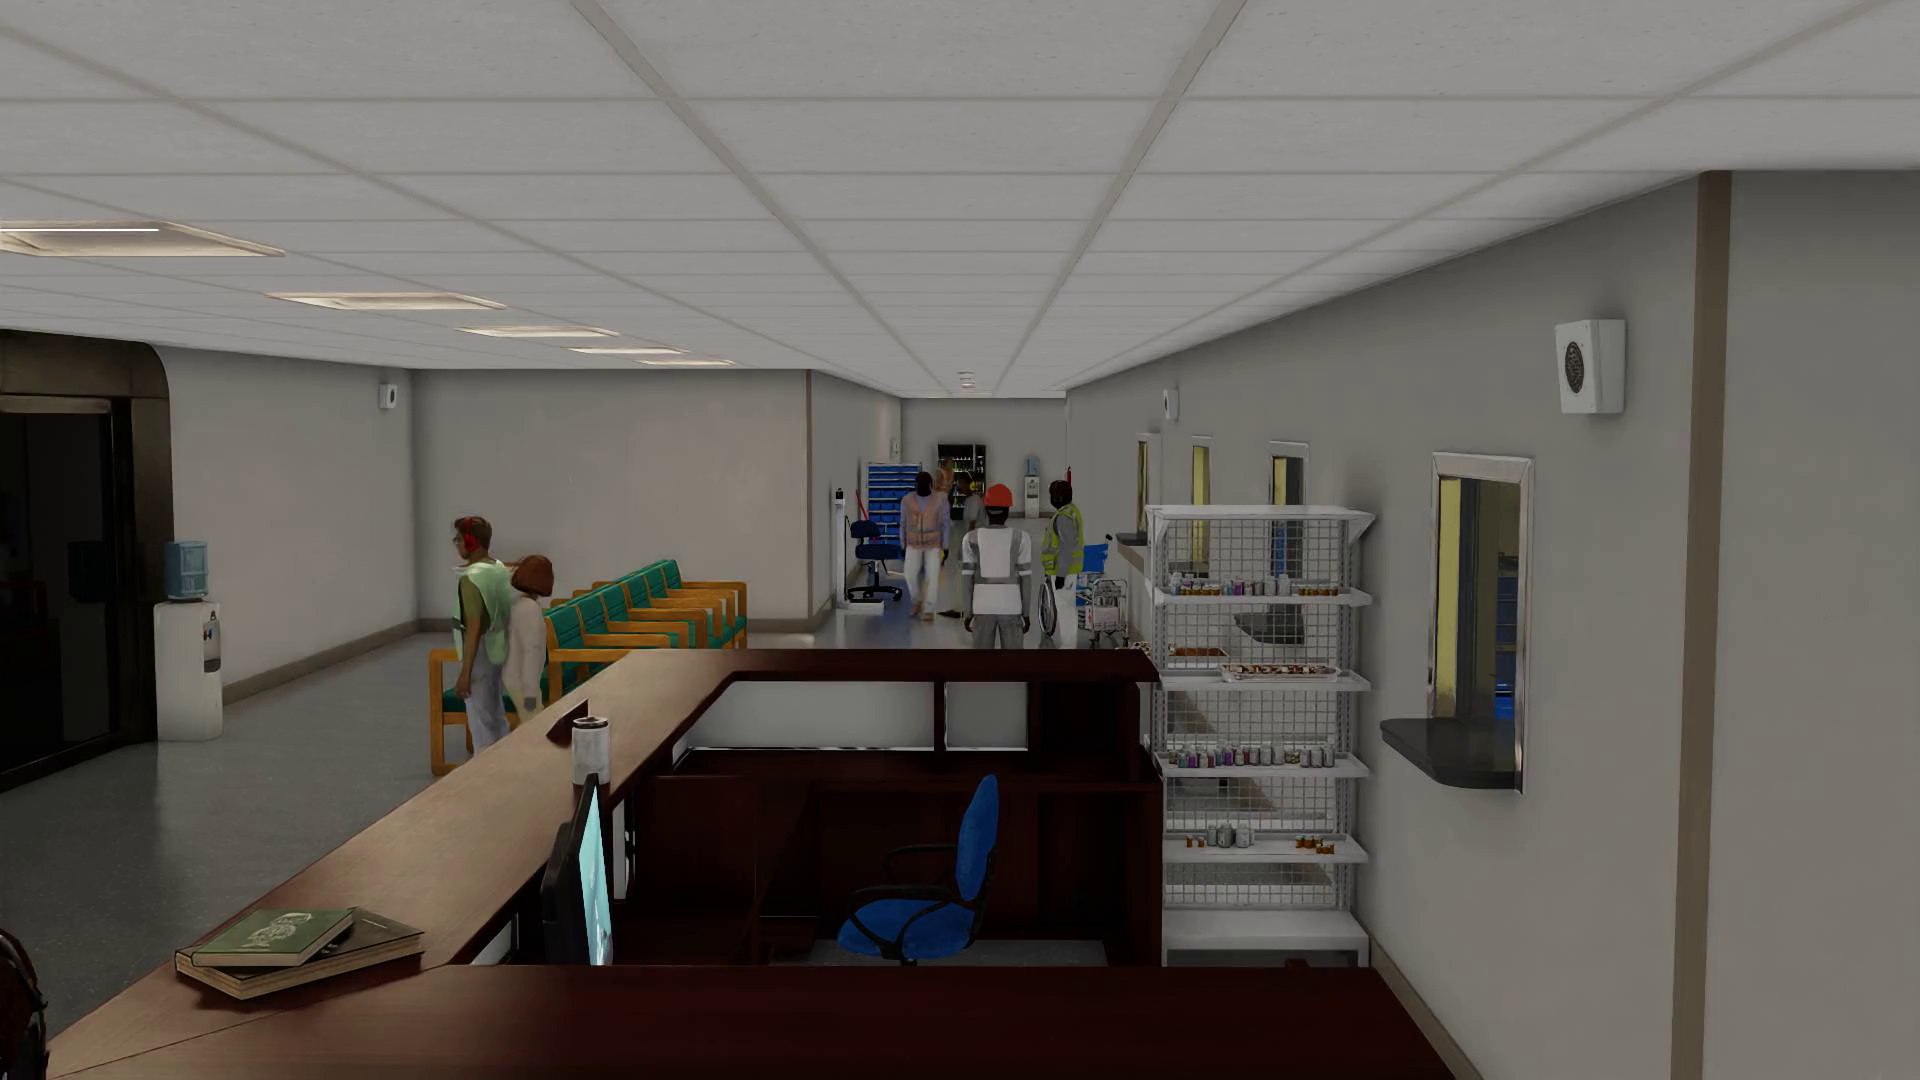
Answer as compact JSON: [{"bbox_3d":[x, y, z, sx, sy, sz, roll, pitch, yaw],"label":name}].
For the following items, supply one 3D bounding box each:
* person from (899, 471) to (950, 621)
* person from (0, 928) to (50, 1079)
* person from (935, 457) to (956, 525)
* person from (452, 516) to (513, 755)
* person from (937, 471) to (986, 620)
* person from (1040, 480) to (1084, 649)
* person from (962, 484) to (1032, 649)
[{"bbox_3d":[-0.429,0.076,20.144,0.634,1.823,0.430,1,4,7],"label":"person"},{"bbox_3d":[-1.191,1.366,1.984,0.631,1.835,0.429,-2,5,-30],"label":"person"},{"bbox_3d":[-0.436,-1.155,39.010,0.821,1.590,0.518,3,5,37],"label":"person"},{"bbox_3d":[-2.935,0.771,10.284,0.376,1.838,0.589,0,4,4],"label":"person"},{"bbox_3d":[0.107,0.079,20.105,0.875,1.815,0.508,-1,4,-17],"label":"person"},{"bbox_3d":[1.020,0.319,16.610,0.428,1.838,0.634,1,4,9],"label":"person"},{"bbox_3d":[0.291,0.531,12.939,0.547,1.939,0.376,1,4,9],"label":"person"}]
